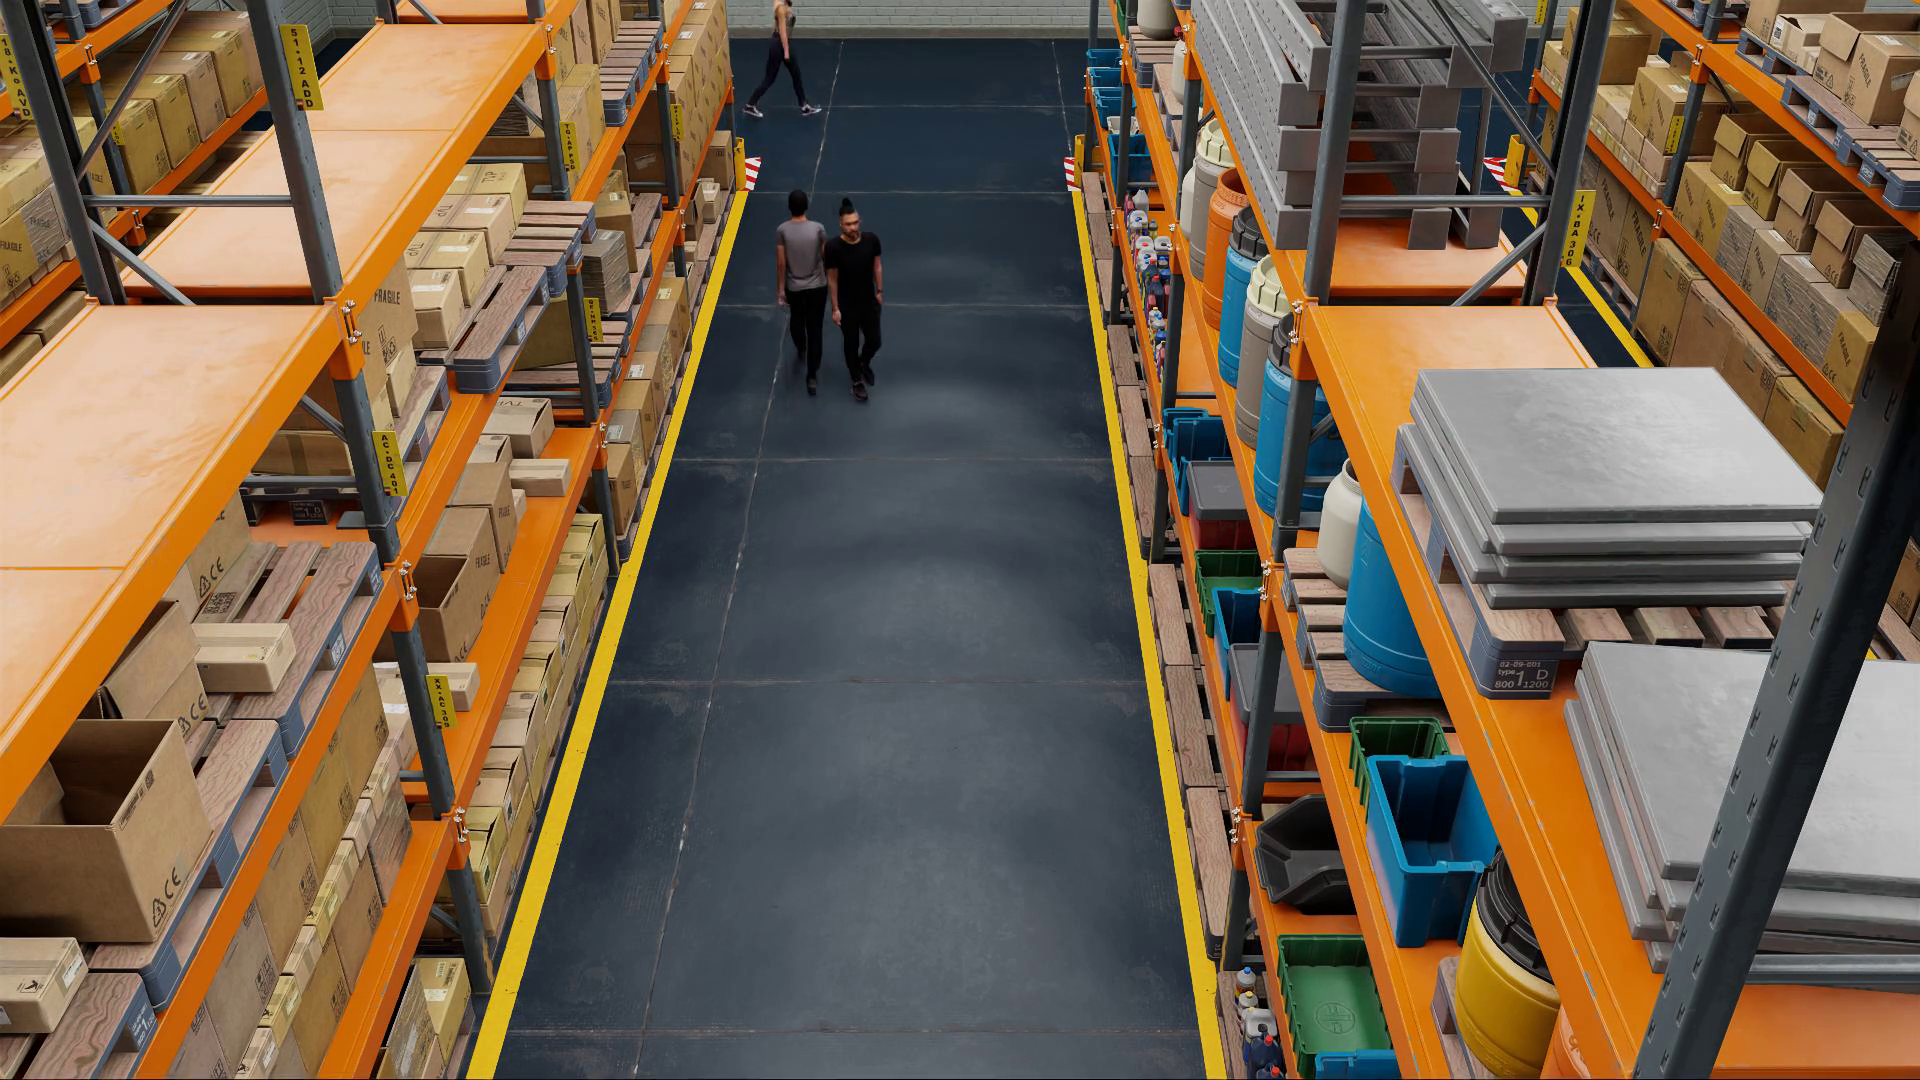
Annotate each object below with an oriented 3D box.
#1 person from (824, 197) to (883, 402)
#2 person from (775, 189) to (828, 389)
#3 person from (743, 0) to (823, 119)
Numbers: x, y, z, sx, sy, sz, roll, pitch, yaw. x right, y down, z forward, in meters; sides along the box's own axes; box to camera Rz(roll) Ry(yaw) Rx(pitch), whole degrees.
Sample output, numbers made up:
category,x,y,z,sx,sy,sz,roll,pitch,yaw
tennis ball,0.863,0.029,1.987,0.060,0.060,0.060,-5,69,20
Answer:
category,x,y,z,sx,sy,sz,roll,pitch,yaw
person,-0.942,-2.096,14.310,0.806,1.854,0.836,-15,36,-22
person,-1.346,-2.159,14.541,0.627,1.709,1.128,1,33,1
person,-2.309,-6.009,20.448,0.734,1.722,1.148,-4,33,-6
